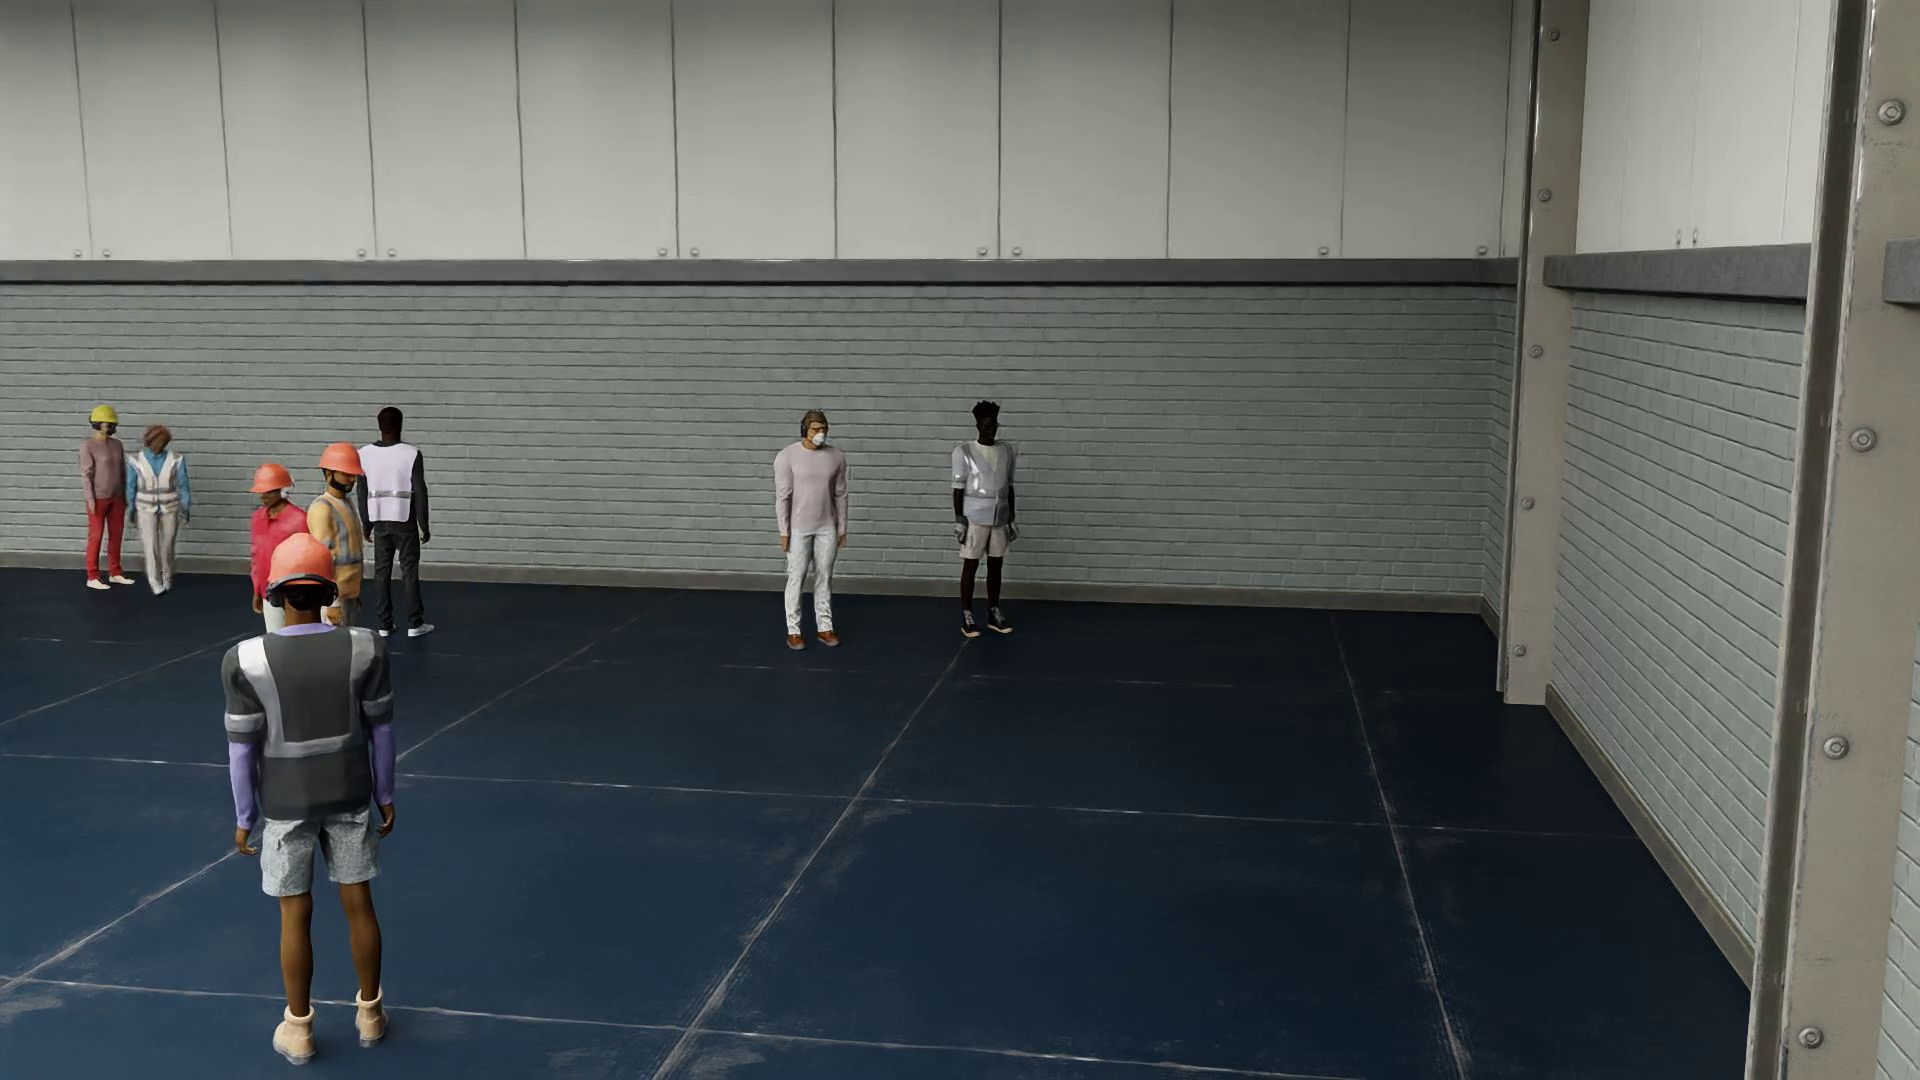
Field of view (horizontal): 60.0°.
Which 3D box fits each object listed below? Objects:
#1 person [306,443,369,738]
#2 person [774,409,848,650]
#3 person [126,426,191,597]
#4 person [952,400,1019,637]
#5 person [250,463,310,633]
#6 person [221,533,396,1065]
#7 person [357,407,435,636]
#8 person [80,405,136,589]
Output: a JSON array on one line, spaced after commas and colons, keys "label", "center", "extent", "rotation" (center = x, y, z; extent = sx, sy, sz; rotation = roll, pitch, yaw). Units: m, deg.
[{"label": "person", "center": [-3.996, 0.333, 10.781], "extent": [0.376, 1.932, 0.543], "rotation": [-1, 9, -3]}, {"label": "person", "center": [-1.189, -0.088, 13.388], "extent": [0.631, 1.934, 0.370], "rotation": [-5, 11, -29]}, {"label": "person", "center": [-7.478, -0.268, 15.515], "extent": [0.543, 1.591, 0.878], "rotation": [-5, 11, -29]}, {"label": "person", "center": [0.215, -0.183, 13.853], "extent": [0.610, 1.965, 0.364], "rotation": [-5, 11, -30]}, {"label": "person", "center": [-4.616, 0.339, 11.332], "extent": [0.566, 1.741, 0.353], "rotation": [5, 10, 27]}, {"label": "person", "center": [-2.484, 0.987, 6.402], "extent": [0.608, 2.044, 0.377], "rotation": [-6, 11, -31]}, {"label": "person", "center": [-4.688, -0.145, 13.783], "extent": [0.588, 1.914, 0.392], "rotation": [1, 9, 4]}, {"label": "person", "center": [-8.151, -0.409, 15.902], "extent": [0.350, 1.762, 0.525], "rotation": [3, 10, 16]}]
